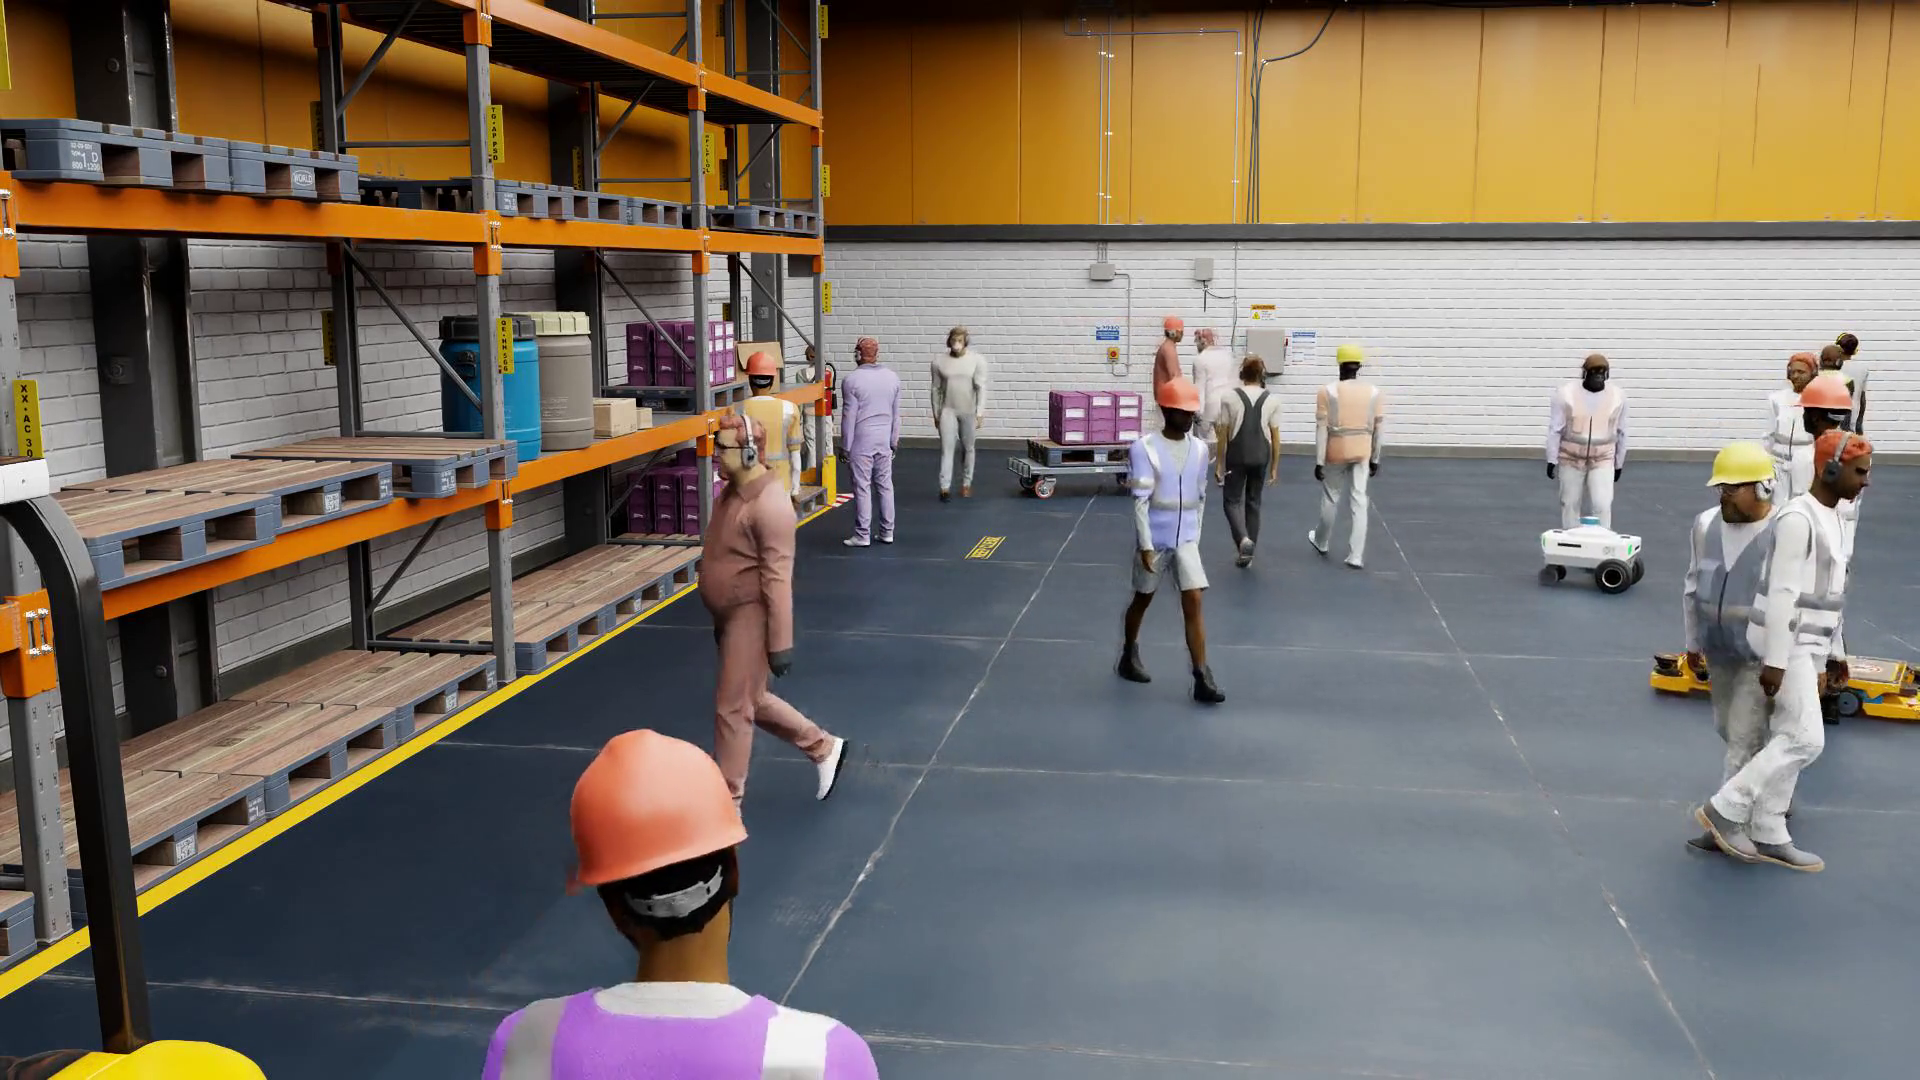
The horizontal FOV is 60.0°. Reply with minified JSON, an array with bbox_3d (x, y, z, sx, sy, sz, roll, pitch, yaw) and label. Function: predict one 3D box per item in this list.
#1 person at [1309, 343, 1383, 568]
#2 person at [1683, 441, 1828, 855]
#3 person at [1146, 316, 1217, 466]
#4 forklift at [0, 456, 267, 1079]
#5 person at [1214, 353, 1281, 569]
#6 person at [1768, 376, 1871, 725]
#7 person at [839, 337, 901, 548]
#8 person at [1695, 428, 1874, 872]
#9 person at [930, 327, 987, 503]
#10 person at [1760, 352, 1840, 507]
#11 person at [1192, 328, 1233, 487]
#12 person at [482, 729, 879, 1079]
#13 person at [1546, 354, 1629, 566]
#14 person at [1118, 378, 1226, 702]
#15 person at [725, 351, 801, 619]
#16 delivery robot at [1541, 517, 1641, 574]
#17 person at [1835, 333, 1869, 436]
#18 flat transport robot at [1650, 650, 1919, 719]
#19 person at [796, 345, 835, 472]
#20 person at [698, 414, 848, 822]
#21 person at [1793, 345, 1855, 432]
[{"bbox_3d":[3.300,-0.741,14.284,0.613,1.878,0.982,-1,9,-4],"label":"person"},{"bbox_3d":[3.499,0.445,7.282,0.797,1.794,0.630,-5,11,-29],"label":"person"},{"bbox_3d":[2.655,-1.771,20.466,1.033,1.934,0.657,1,9,5],"label":"person"},{"bbox_3d":[-2.328,0.975,2.765,2.313,2.155,1.214,1,9,9],"label":"forklift"},{"bbox_3d":[2.398,-0.637,13.841,0.536,1.827,0.559,0,9,-2],"label":"person"},{"bbox_3d":[4.670,0.075,9.097,0.543,1.939,0.361,-5,11,-29],"label":"person"},{"bbox_3d":[-0.845,-0.888,15.140,0.651,1.906,0.403,-8,12,-41],"label":"person"},{"bbox_3d":[3.509,0.460,6.990,0.445,1.861,0.617,7,12,38],"label":"person"},{"bbox_3d":[-0.021,-1.359,18.082,0.628,1.880,1.059,1,9,7],"label":"person"},{"bbox_3d":[6.684,-0.566,13.269,0.452,1.868,0.602,-7,12,-37],"label":"person"},{"bbox_3d":[2.918,-1.535,19.337,0.673,1.845,0.978,-7,12,-38],"label":"person"},{"bbox_3d":[-0.362,1.213,2.201,0.548,1.905,0.568,1,9,7],"label":"person"},{"bbox_3d":[5.224,-0.630,13.869,0.648,1.810,0.852,3,10,17],"label":"person"},{"bbox_3d":[1.243,-0.019,9.851,0.544,1.890,0.996,-3,10,-20],"label":"person"},{"bbox_3d":[-1.412,-0.380,11.909,0.548,1.937,0.379,-3,10,-17],"label":"person"},{"bbox_3d":[4.987,0.060,13.160,0.707,0.478,0.477,6,11,33],"label":"delivery robot"},{"bbox_3d":[9.101,-1.201,17.188,0.532,1.868,0.310,-2,9,-12],"label":"person"},{"bbox_3d":[4.880,0.799,9.764,1.431,0.197,0.652,6,11,32],"label":"flat transport robot"},{"bbox_3d":[-1.684,-1.457,19.464,0.514,1.642,0.314,-5,11,-29],"label":"person"},{"bbox_3d":[-0.902,0.365,7.485,0.794,1.886,0.649,-3,10,-20],"label":"person"},{"bbox_3d":[8.414,-1.002,16.229,1.003,1.780,0.641,-6,11,-32],"label":"person"}]
